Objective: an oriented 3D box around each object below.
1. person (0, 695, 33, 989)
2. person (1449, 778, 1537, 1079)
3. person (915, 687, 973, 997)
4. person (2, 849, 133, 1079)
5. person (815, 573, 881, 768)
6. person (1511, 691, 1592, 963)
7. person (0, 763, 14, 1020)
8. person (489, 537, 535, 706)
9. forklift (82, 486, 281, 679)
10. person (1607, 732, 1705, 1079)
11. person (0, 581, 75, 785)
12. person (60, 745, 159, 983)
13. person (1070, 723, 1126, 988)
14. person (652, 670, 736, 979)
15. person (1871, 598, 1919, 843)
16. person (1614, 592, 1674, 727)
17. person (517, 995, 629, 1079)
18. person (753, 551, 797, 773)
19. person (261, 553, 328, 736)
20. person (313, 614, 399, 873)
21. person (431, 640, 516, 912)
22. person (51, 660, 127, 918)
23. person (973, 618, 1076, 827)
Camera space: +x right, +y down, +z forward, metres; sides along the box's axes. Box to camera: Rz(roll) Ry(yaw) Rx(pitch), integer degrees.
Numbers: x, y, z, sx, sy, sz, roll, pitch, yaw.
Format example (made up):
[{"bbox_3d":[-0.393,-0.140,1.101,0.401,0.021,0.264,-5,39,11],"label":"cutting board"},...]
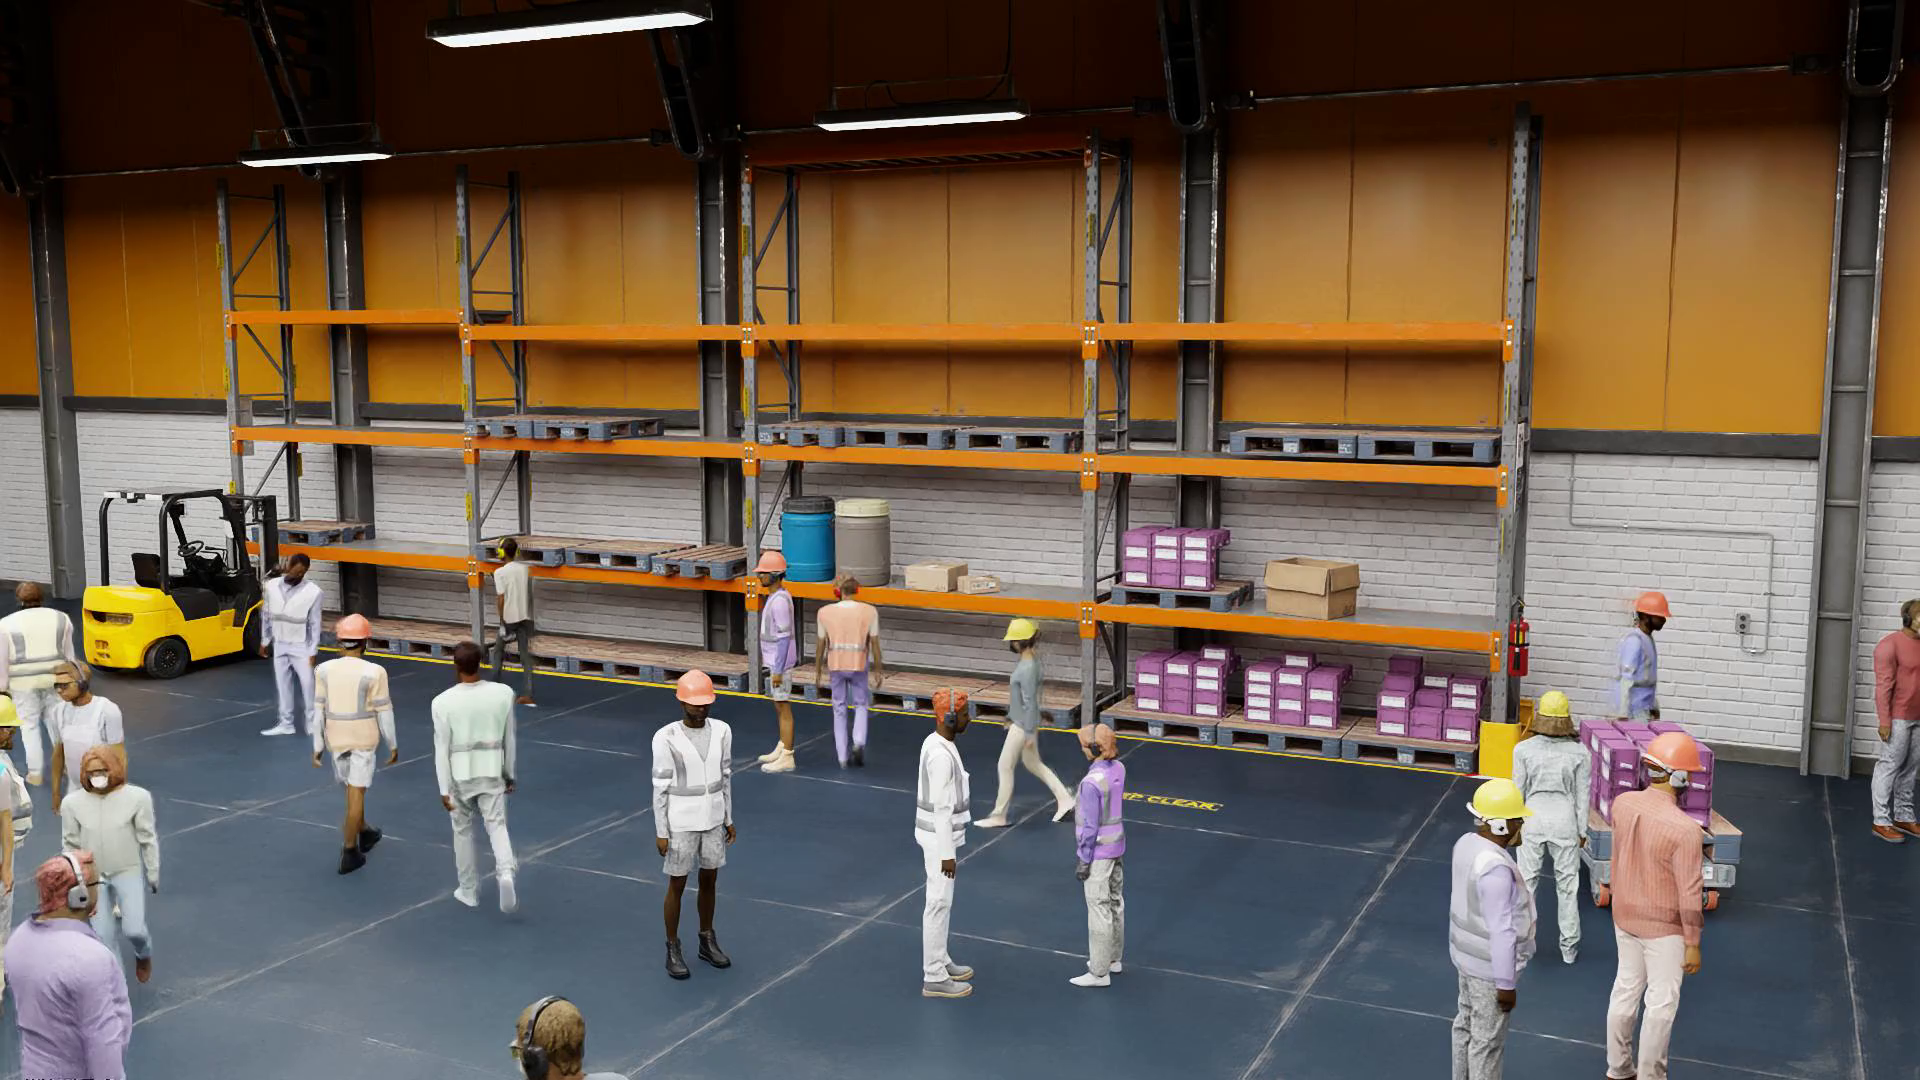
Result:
[{"bbox_3d":[-5.912,1.849,10.212,0.403,1.817,0.601,-4,8,-29],"label":"person"},{"bbox_3d":[2.633,2.078,8.230,0.404,1.835,0.586,0,7,0],"label":"person"},{"bbox_3d":[-0.094,1.826,10.137,0.359,1.880,0.575,0,7,-1],"label":"person"},{"bbox_3d":[-3.627,2.214,6.862,0.674,1.912,0.412,5,8,35],"label":"person"},{"bbox_3d":[-1.041,1.213,15.438,0.603,1.819,0.428,0,7,-4],"label":"person"},{"bbox_3d":[3.789,1.831,10.697,0.485,1.735,0.335,2,7,20],"label":"person"},{"bbox_3d":[-5.800,1.898,9.671,0.564,1.846,0.391,-2,7,-14],"label":"person"},{"bbox_3d":[-4.955,0.876,18.175,0.914,1.830,0.511,6,9,39],"label":"person"},{"bbox_3d":[-9.426,0.454,20.179,1.214,2.155,2.313,3,8,26],"label":"forklift"},{"bbox_3d":[3.596,1.966,8.571,0.412,1.982,0.622,-2,7,-17],"label":"person"},{"bbox_3d":[-8.252,1.279,14.853,0.449,1.832,0.626,6,9,41],"label":"person"},{"bbox_3d":[-5.025,1.991,9.883,0.505,1.614,0.469,-2,7,-16],"label":"person"},{"bbox_3d":[0.867,1.931,10.251,0.308,1.639,0.510,3,8,26],"label":"person"},{"bbox_3d":[-1.645,1.762,10.422,0.552,1.935,0.374,-5,9,-37],"label":"person"},{"bbox_3d":[7.535,1.422,13.226,0.632,1.940,0.372,-3,7,-22],"label":"person"},{"bbox_3d":[5.680,1.371,13.753,0.680,1.909,0.608,4,8,30],"label":"person"},{"bbox_3d":[-1.248,2.392,5.285,0.387,1.928,0.636,3,8,26],"label":"person"},{"bbox_3d":[-1.699,1.117,15.318,0.393,2.044,0.609,-1,7,-8],"label":"person"},{"bbox_3d":[-6.684,1.047,16.613,0.714,1.878,0.381,1,7,8],"label":"person"},{"bbox_3d":[-4.545,1.502,12.675,0.578,1.904,0.882,1,7,8],"label":"person"},{"bbox_3d":[-3.333,1.646,11.523,0.582,1.903,0.746,-4,8,-31],"label":"person"},{"bbox_3d":[-5.945,1.707,11.374,0.516,1.827,0.409,1,7,8],"label":"person"},{"bbox_3d":[0.555,1.485,13.553,0.809,1.730,0.527,1,7,5],"label":"person"}]
